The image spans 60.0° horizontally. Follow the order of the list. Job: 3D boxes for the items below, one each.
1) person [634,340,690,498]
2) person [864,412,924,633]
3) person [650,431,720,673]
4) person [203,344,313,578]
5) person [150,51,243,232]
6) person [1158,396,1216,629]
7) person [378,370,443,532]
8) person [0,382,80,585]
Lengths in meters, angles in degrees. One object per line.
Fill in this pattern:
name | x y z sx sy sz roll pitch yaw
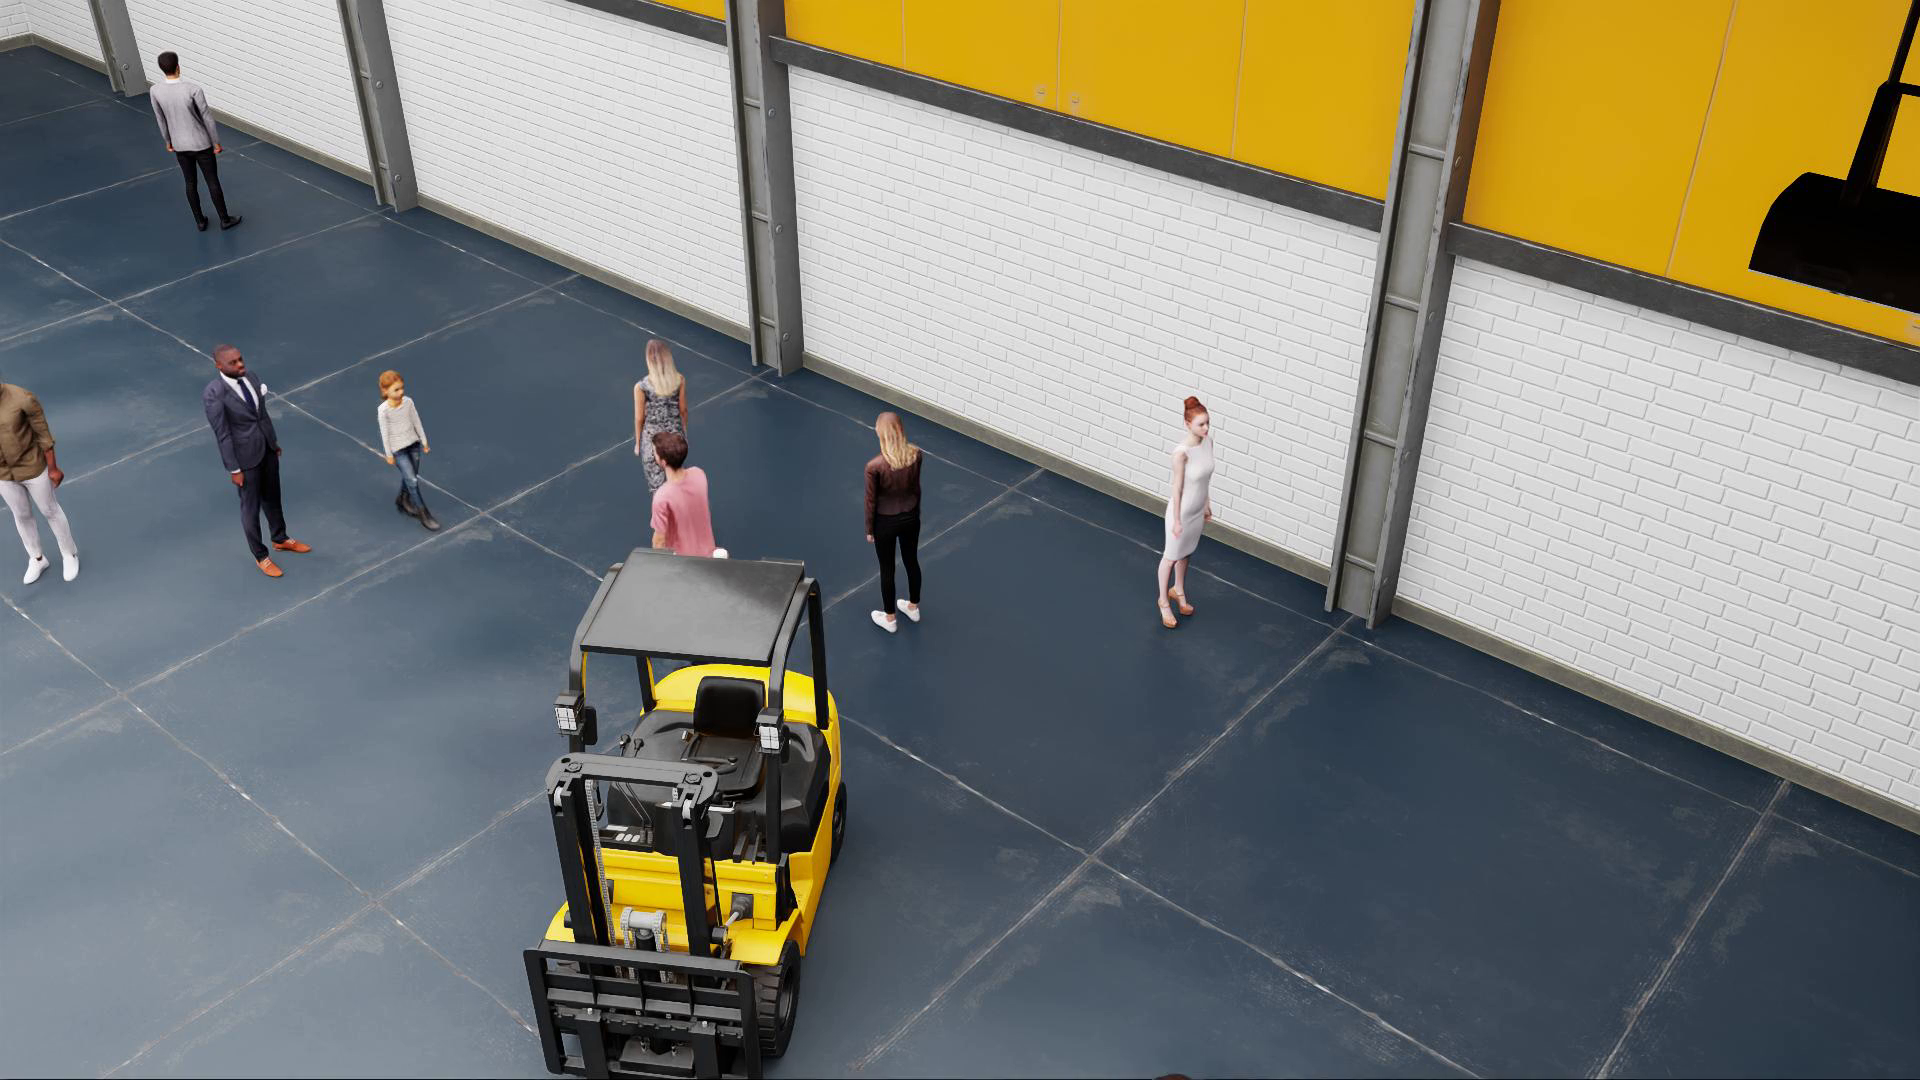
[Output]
person | -2.188 -0.671 12.439 0.711 1.680 1.078 -23 40 -30
person | -0.441 -0.128 11.602 0.650 1.702 0.611 -19 38 -26
person | -1.717 0.174 10.929 0.733 1.945 0.699 18 38 25
person | -5.215 -0.625 12.241 0.734 1.824 0.768 11 35 15
person | -8.103 -4.195 17.521 0.817 1.924 0.893 -1 34 -1
person | 1.574 -0.191 11.617 0.494 1.790 0.583 28 43 36
person | -4.324 -0.726 12.866 0.794 1.300 0.513 21 39 29
person | -6.830 -0.526 12.090 0.789 1.824 0.826 -5 34 -7
